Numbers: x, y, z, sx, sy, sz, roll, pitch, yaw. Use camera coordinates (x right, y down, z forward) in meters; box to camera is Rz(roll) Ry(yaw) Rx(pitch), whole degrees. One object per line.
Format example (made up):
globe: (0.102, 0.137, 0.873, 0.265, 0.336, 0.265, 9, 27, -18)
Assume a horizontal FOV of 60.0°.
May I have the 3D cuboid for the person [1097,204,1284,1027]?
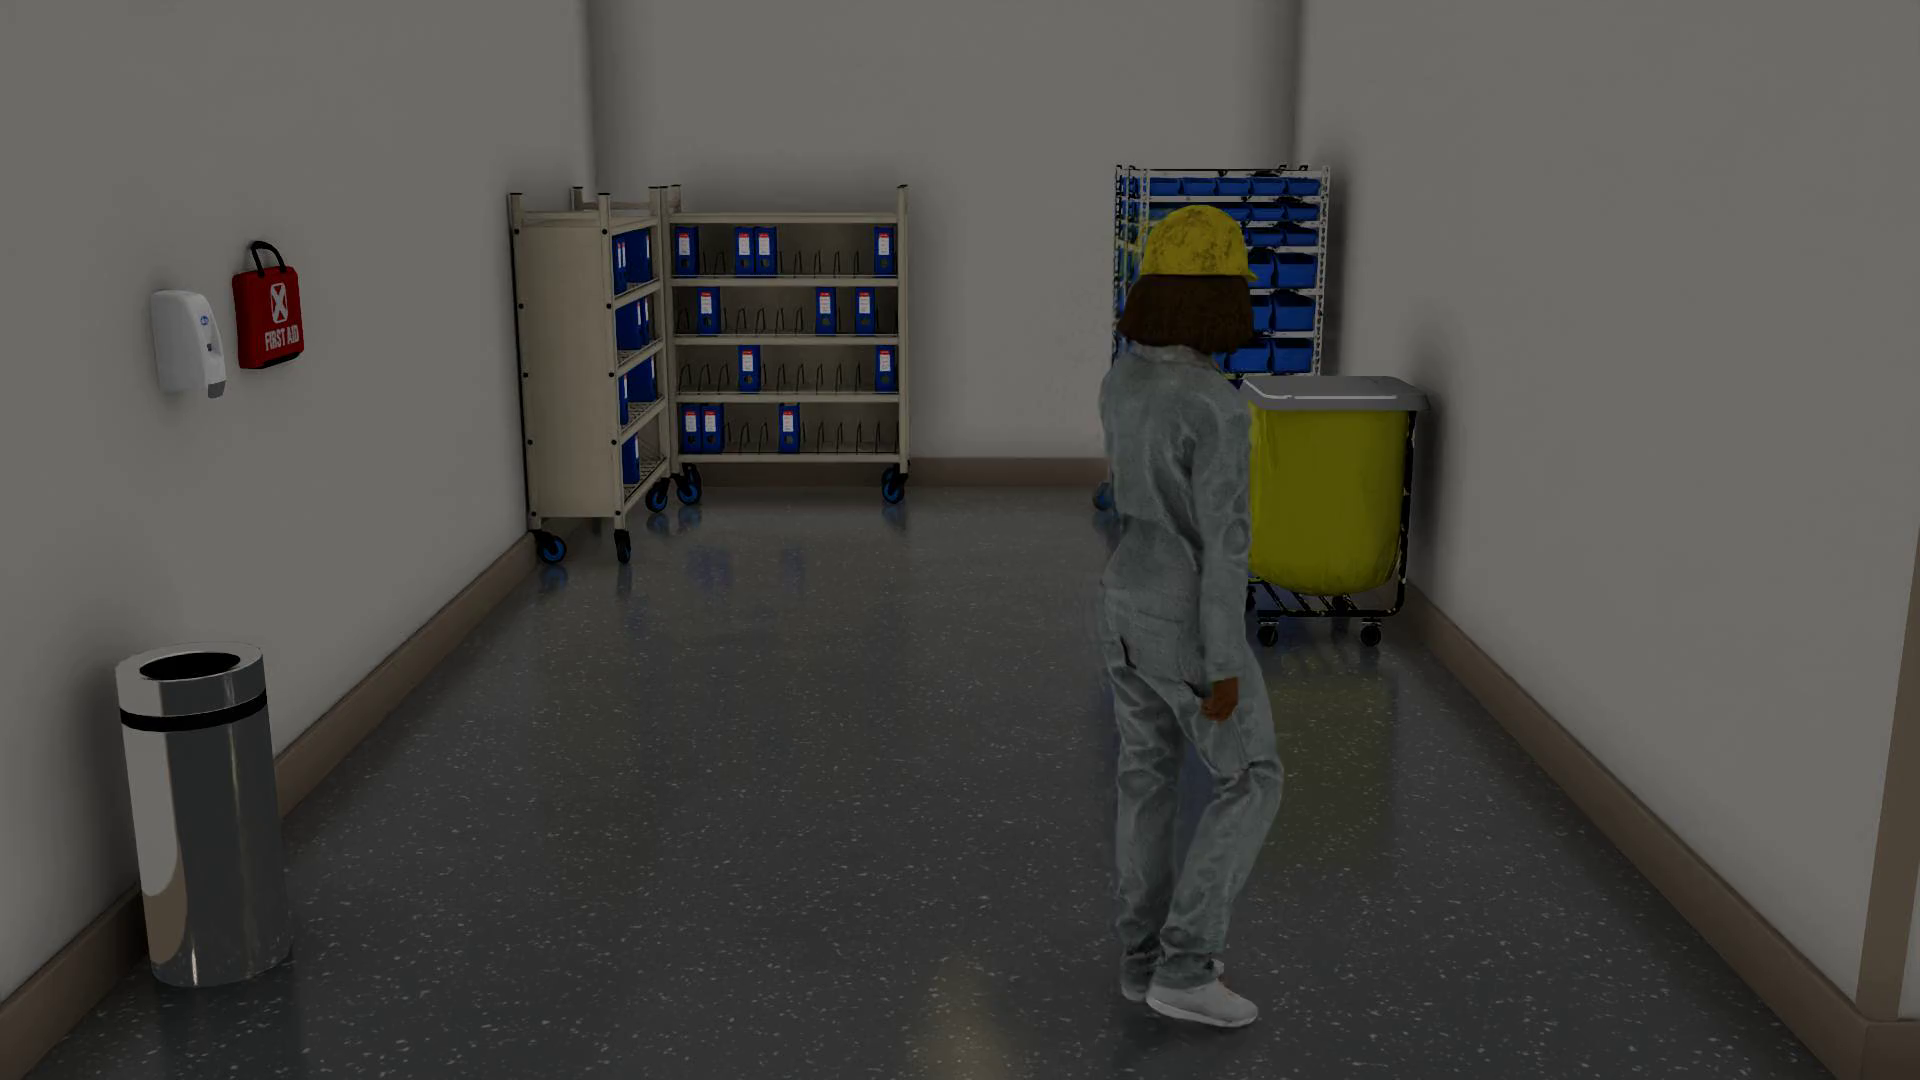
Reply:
person: (0.496, 0.173, 3.503, 0.397, 1.728, 0.504, -7, 15, -28)
